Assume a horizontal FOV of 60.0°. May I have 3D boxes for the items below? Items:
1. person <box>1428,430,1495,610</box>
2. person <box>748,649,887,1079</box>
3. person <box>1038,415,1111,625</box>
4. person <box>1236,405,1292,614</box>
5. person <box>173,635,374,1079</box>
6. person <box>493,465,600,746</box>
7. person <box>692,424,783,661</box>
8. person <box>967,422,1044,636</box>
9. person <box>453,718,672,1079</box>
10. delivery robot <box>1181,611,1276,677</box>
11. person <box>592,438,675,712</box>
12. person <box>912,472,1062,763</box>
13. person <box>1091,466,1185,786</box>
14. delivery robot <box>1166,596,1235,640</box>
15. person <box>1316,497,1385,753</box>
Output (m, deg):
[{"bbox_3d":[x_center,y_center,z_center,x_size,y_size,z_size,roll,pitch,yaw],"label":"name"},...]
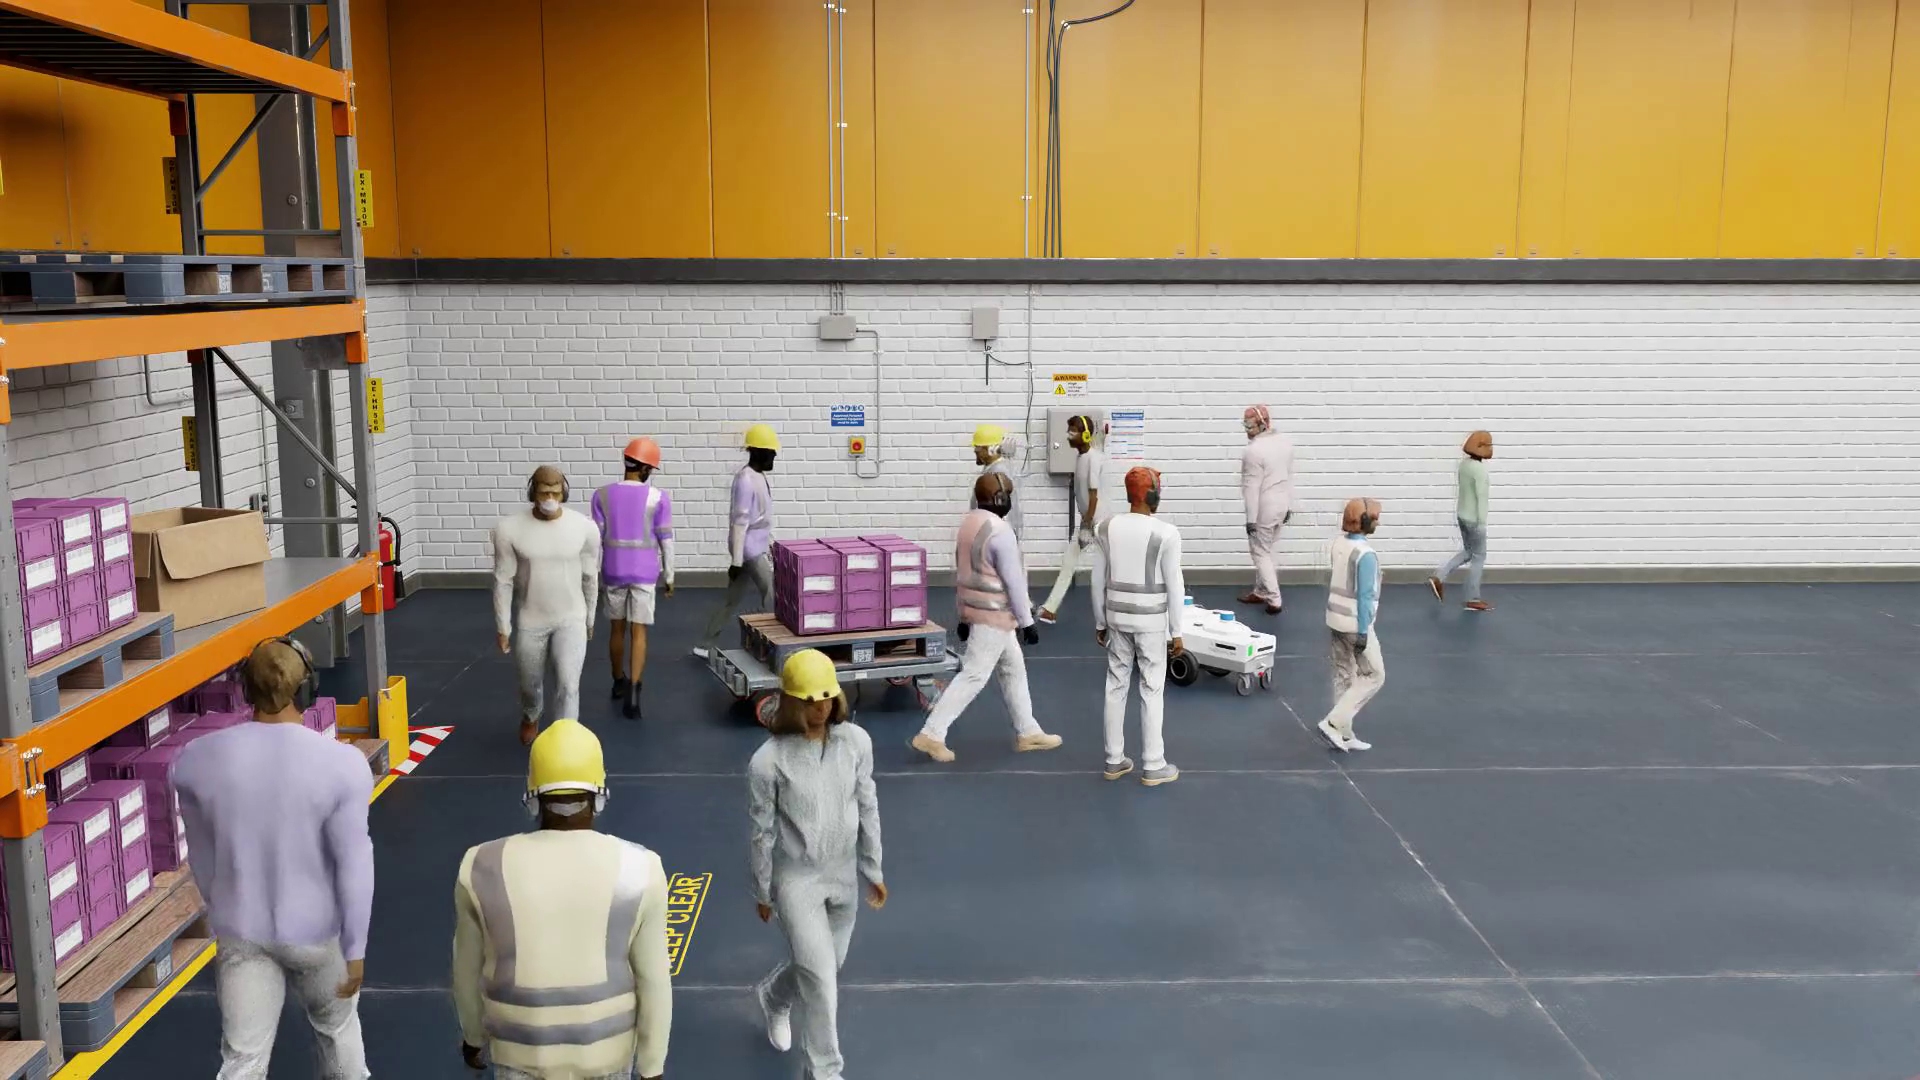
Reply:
[{"bbox_3d":[4.496,-0.174,14.762,0.492,1.622,0.510,-1,9,-8],"label":"person"},{"bbox_3d":[-0.568,1.203,6.075,0.484,1.707,0.823,-7,12,-37],"label":"person"},{"bbox_3d":[1.032,-0.149,14.042,1.007,1.806,0.534,-3,10,-17],"label":"person"},{"bbox_3d":[2.681,-0.274,14.718,0.646,1.856,0.715,9,13,43],"label":"person"},{"bbox_3d":[-2.165,1.234,5.344,0.631,1.891,1.025,-1,9,-4],"label":"person"},{"bbox_3d":[-2.478,0.466,10.030,0.634,1.901,0.934,-2,10,-14],"label":"person"},{"bbox_3d":[-1.611,0.050,12.663,0.974,1.876,0.590,0,9,-2],"label":"person"},{"bbox_3d":[0.343,-0.046,13.376,0.568,1.820,0.624,0,9,1],"label":"person"},{"bbox_3d":[-1.104,1.398,4.632,0.601,1.799,0.912,-2,9,-11],"label":"person"},{"bbox_3d":[1.929,0.758,12.036,0.477,0.478,0.707,-8,12,-42],"label":"delivery robot"},{"bbox_3d":[-2.283,0.244,11.452,0.617,1.884,0.792,0,9,2],"label":"person"},{"bbox_3d":[0.147,0.474,10.291,0.979,1.796,0.626,-3,10,-15],"label":"person"},{"bbox_3d":[1.051,0.503,9.818,0.582,1.882,0.338,6,11,34],"label":"person"},{"bbox_3d":[1.711,0.668,12.588,0.707,0.478,0.477,-3,10,-16],"label":"delivery robot"},{"bbox_3d":[2.445,0.541,10.368,0.373,1.625,0.521,-2,10,-13],"label":"person"}]
